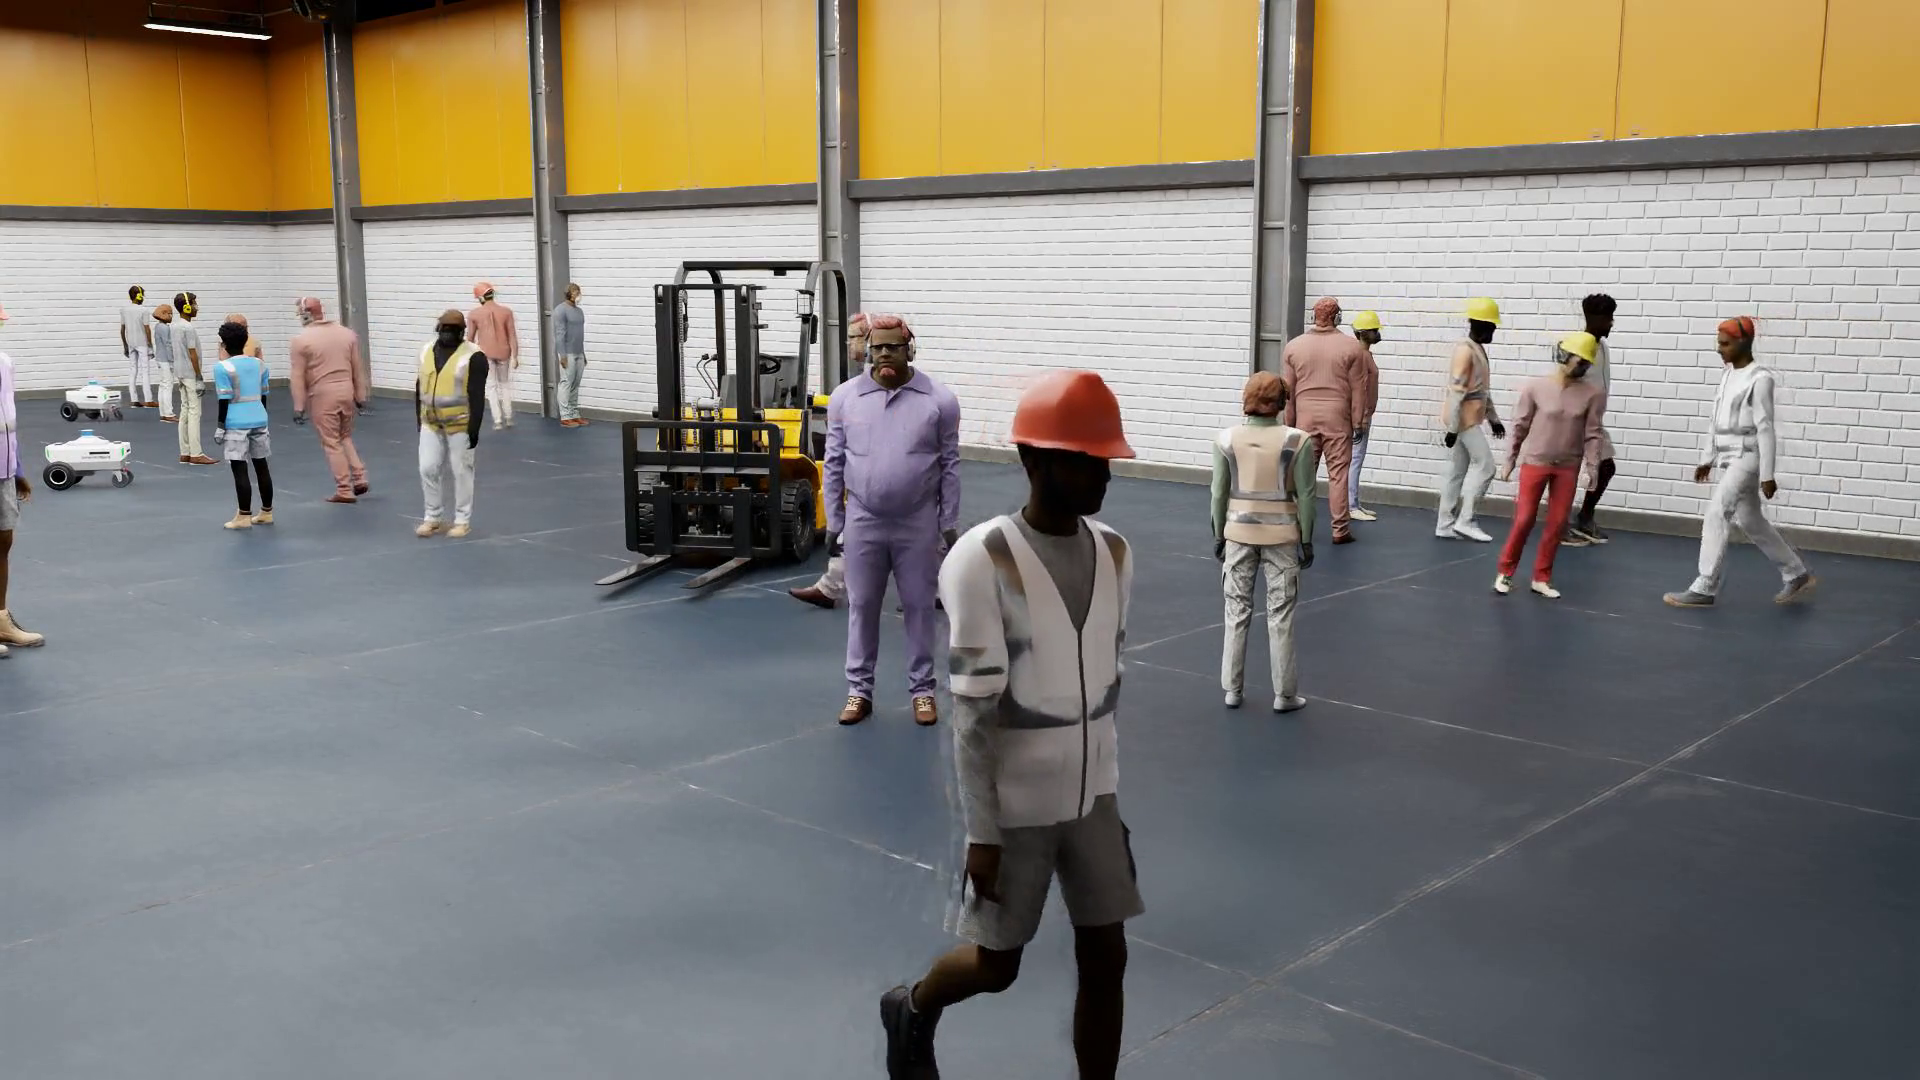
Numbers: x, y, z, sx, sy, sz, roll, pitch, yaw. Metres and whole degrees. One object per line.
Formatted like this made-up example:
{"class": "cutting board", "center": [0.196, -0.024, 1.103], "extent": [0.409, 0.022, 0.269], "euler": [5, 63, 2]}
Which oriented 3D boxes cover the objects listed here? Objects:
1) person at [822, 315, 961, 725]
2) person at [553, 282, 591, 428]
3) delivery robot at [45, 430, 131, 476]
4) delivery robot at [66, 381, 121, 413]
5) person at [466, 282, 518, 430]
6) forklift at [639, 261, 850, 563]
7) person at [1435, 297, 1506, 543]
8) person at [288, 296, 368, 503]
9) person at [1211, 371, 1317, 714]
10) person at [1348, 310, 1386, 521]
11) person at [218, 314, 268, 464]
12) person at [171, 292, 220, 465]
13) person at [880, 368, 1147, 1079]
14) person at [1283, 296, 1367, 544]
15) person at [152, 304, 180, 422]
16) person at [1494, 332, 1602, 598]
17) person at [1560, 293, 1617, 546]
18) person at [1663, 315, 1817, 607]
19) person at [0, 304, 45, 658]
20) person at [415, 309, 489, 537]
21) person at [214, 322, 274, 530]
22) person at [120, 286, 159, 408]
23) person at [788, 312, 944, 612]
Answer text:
{"class": "person", "center": [-0.322, -0.084, 7.738], "extent": [0.651, 1.907, 0.409], "euler": [0, 9, 2]}
{"class": "person", "center": [-5.216, -2.485, 22.356], "extent": [0.370, 1.940, 0.627], "euler": [3, 10, 15]}
{"class": "delivery robot", "center": [-8.458, -0.829, 16.152], "extent": [0.707, 0.478, 0.477], "euler": [-3, 10, -17]}
{"class": "delivery robot", "center": [-12.097, -1.982, 23.220], "extent": [0.707, 0.478, 0.477], "euler": [2, 10, 15]}
{"class": "person", "center": [-6.182, -2.431, 21.984], "extent": [0.634, 1.946, 0.637], "euler": [-5, 10, -26]}
{"class": "forklift", "center": [-1.552, -1.040, 12.721], "extent": [1.214, 2.155, 2.313], "euler": [2, 9, 11]}
{"class": "person", "center": [4.012, -0.929, 12.934], "extent": [0.571, 1.901, 0.579], "euler": [3, 10, 19]}
{"class": "person", "center": [-5.718, -1.251, 15.022], "extent": [0.460, 1.872, 0.669], "euler": [5, 11, 29]}
{"class": "person", "center": [1.447, 0.013, 7.958], "extent": [0.514, 1.640, 0.309], "euler": [4, 10, 26]}
{"class": "person", "center": [3.421, -1.053, 14.098], "extent": [0.307, 1.772, 0.525], "euler": [2, 10, 14]}
{"class": "person", "center": [-7.780, -1.623, 18.051], "extent": [0.389, 1.647, 0.525], "euler": [6, 11, 33]}
{"class": "person", "center": [-8.343, -1.746, 18.055], "extent": [0.513, 1.867, 0.328], "euler": [8, 12, 41]}
{"class": "person", "center": [0.145, 0.549, 3.855], "extent": [0.548, 1.911, 0.807], "euler": [-7, 11, -35]}
{"class": "person", "center": [2.816, -0.919, 12.854], "extent": [0.639, 1.910, 0.406], "euler": [4, 10, 24]}
{"class": "person", "center": [-10.994, -2.446, 23.055], "extent": [0.289, 1.633, 0.497], "euler": [-8, 12, -39]}
{"class": "person", "center": [3.800, -0.469, 10.641], "extent": [0.561, 1.722, 0.449], "euler": [0, 9, 1]}
{"class": "person", "center": [4.764, -0.898, 12.628], "extent": [0.606, 1.942, 0.541], "euler": [-8, 12, -40]}
{"class": "person", "center": [4.976, -0.481, 10.416], "extent": [0.919, 1.847, 0.572], "euler": [1, 9, 8]}
{"class": "person", "center": [-5.318, -0.375, 9.107], "extent": [0.391, 2.040, 0.615], "euler": [1, 9, 6]}
{"class": "person", "center": [-3.994, -0.902, 13.062], "extent": [0.667, 1.811, 0.504], "euler": [2, 10, 14]}
{"class": "person", "center": [-5.840, -0.924, 13.542], "extent": [0.320, 1.692, 0.532], "euler": [4, 10, 22]}
{"class": "person", "center": [-12.563, -2.945, 25.435], "extent": [0.512, 1.859, 0.336], "euler": [2, 9, 12]}
{"class": "person", "center": [-0.547, -0.457, 10.210], "extent": [0.979, 1.851, 0.647], "euler": [-3, 10, -15]}
